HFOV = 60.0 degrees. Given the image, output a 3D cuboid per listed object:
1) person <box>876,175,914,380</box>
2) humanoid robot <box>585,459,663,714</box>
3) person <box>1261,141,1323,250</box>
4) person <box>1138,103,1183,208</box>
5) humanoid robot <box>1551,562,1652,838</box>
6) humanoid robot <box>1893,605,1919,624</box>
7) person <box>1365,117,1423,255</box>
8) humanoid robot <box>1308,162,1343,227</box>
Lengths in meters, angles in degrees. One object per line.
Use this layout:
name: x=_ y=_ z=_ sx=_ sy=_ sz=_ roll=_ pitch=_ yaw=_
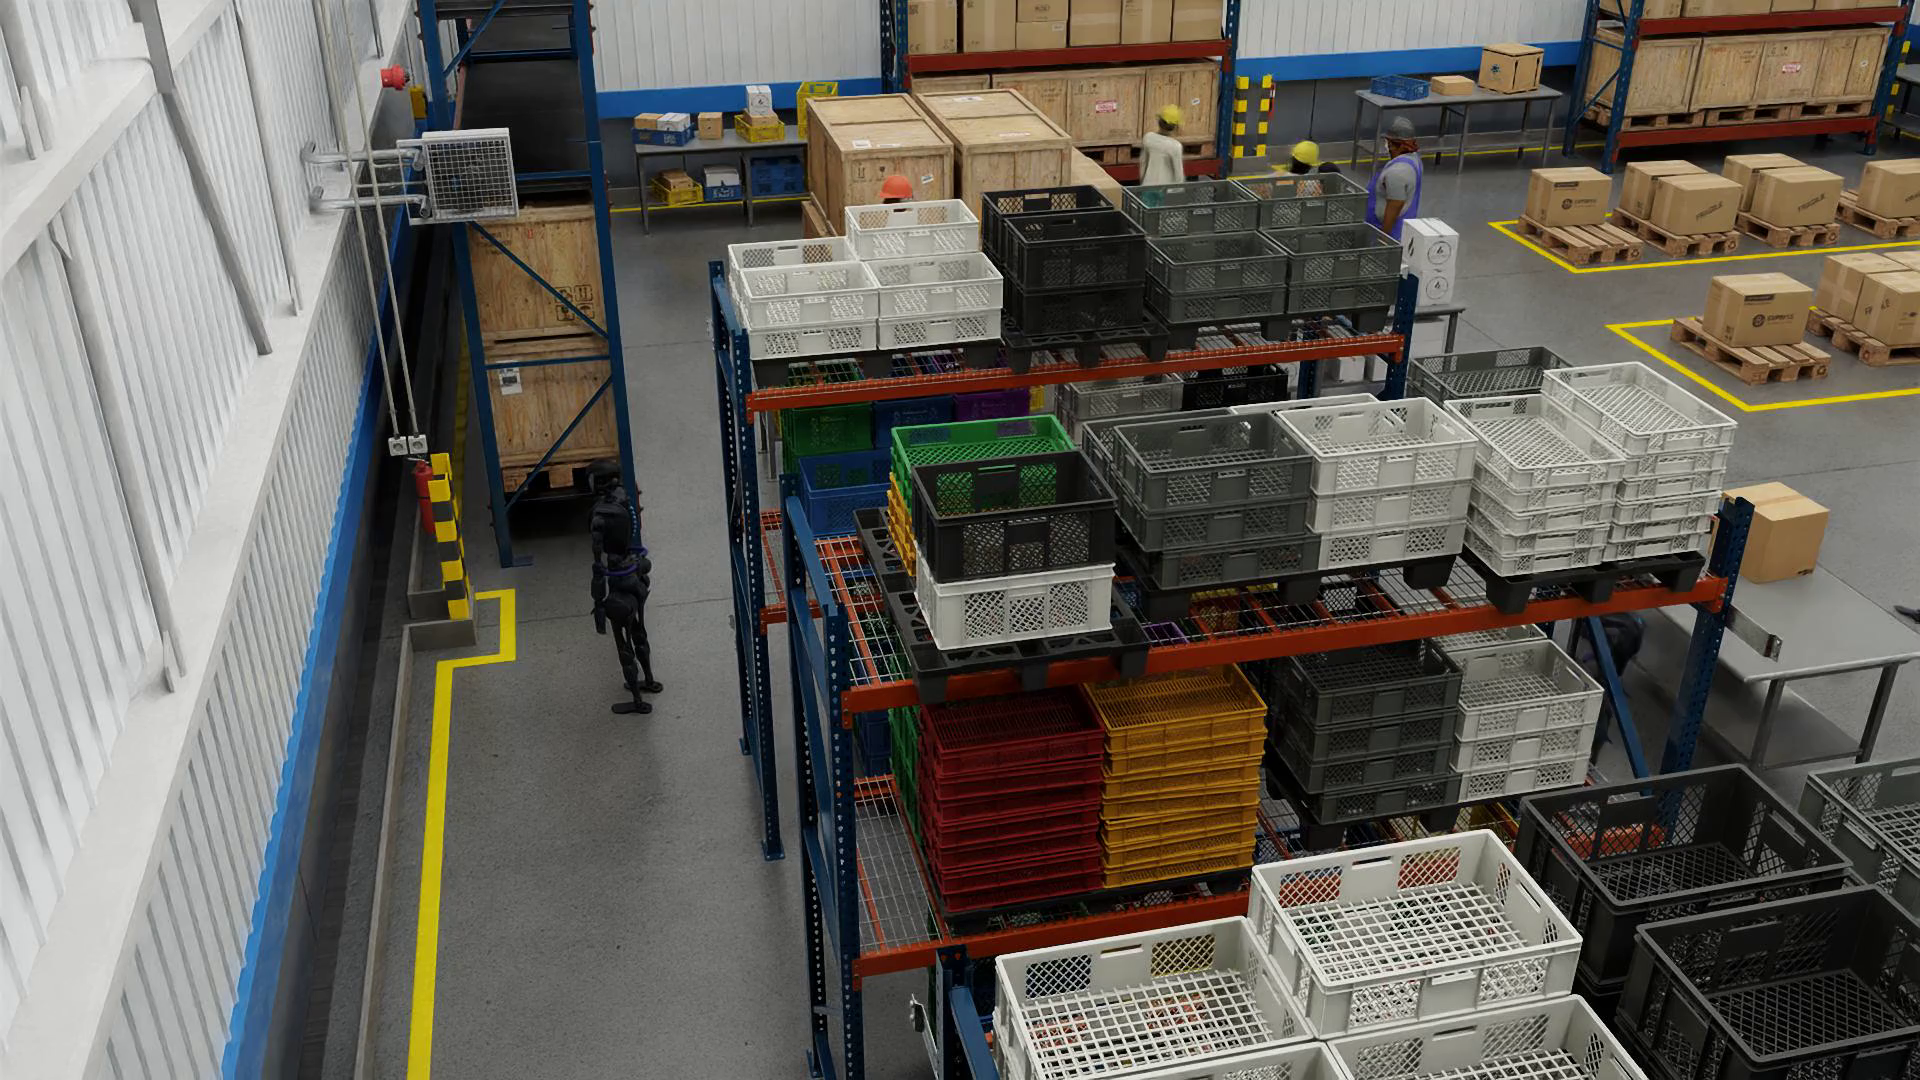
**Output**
person: x=-0.529 y=-2.154 z=14.281 sx=0.379 sy=1.994 sz=0.621 roll=-9 pitch=29 yaw=-16
humanoid robot: x=-2.049 y=0.264 z=10.037 sx=0.332 sy=1.653 sz=0.569 roll=5 pitch=28 yaw=10
person: x=3.071 y=-2.836 z=15.701 sx=0.692 sy=1.889 sz=0.409 roll=19 pitch=33 yaw=32
person: x=2.105 y=-3.690 z=17.444 sx=0.537 sy=1.765 sz=0.321 roll=23 pitch=35 yaw=36
humanoid robot: x=3.442 y=0.851 z=8.908 sx=0.308 sy=1.657 sz=0.616 roll=16 pitch=32 yaw=28
humanoid robot: x=6.599 y=-0.057 z=10.716 sx=0.569 sy=1.640 sz=0.748 roll=-22 pitch=35 yaw=-36
person: x=4.067 y=-3.019 z=15.876 sx=0.540 sy=2.000 sz=0.687 roll=13 pitch=31 yaw=23
humanoid robot: x=3.298 y=-2.798 z=15.862 sx=0.661 sy=1.642 sz=0.446 roll=15 pitch=31 yaw=26
